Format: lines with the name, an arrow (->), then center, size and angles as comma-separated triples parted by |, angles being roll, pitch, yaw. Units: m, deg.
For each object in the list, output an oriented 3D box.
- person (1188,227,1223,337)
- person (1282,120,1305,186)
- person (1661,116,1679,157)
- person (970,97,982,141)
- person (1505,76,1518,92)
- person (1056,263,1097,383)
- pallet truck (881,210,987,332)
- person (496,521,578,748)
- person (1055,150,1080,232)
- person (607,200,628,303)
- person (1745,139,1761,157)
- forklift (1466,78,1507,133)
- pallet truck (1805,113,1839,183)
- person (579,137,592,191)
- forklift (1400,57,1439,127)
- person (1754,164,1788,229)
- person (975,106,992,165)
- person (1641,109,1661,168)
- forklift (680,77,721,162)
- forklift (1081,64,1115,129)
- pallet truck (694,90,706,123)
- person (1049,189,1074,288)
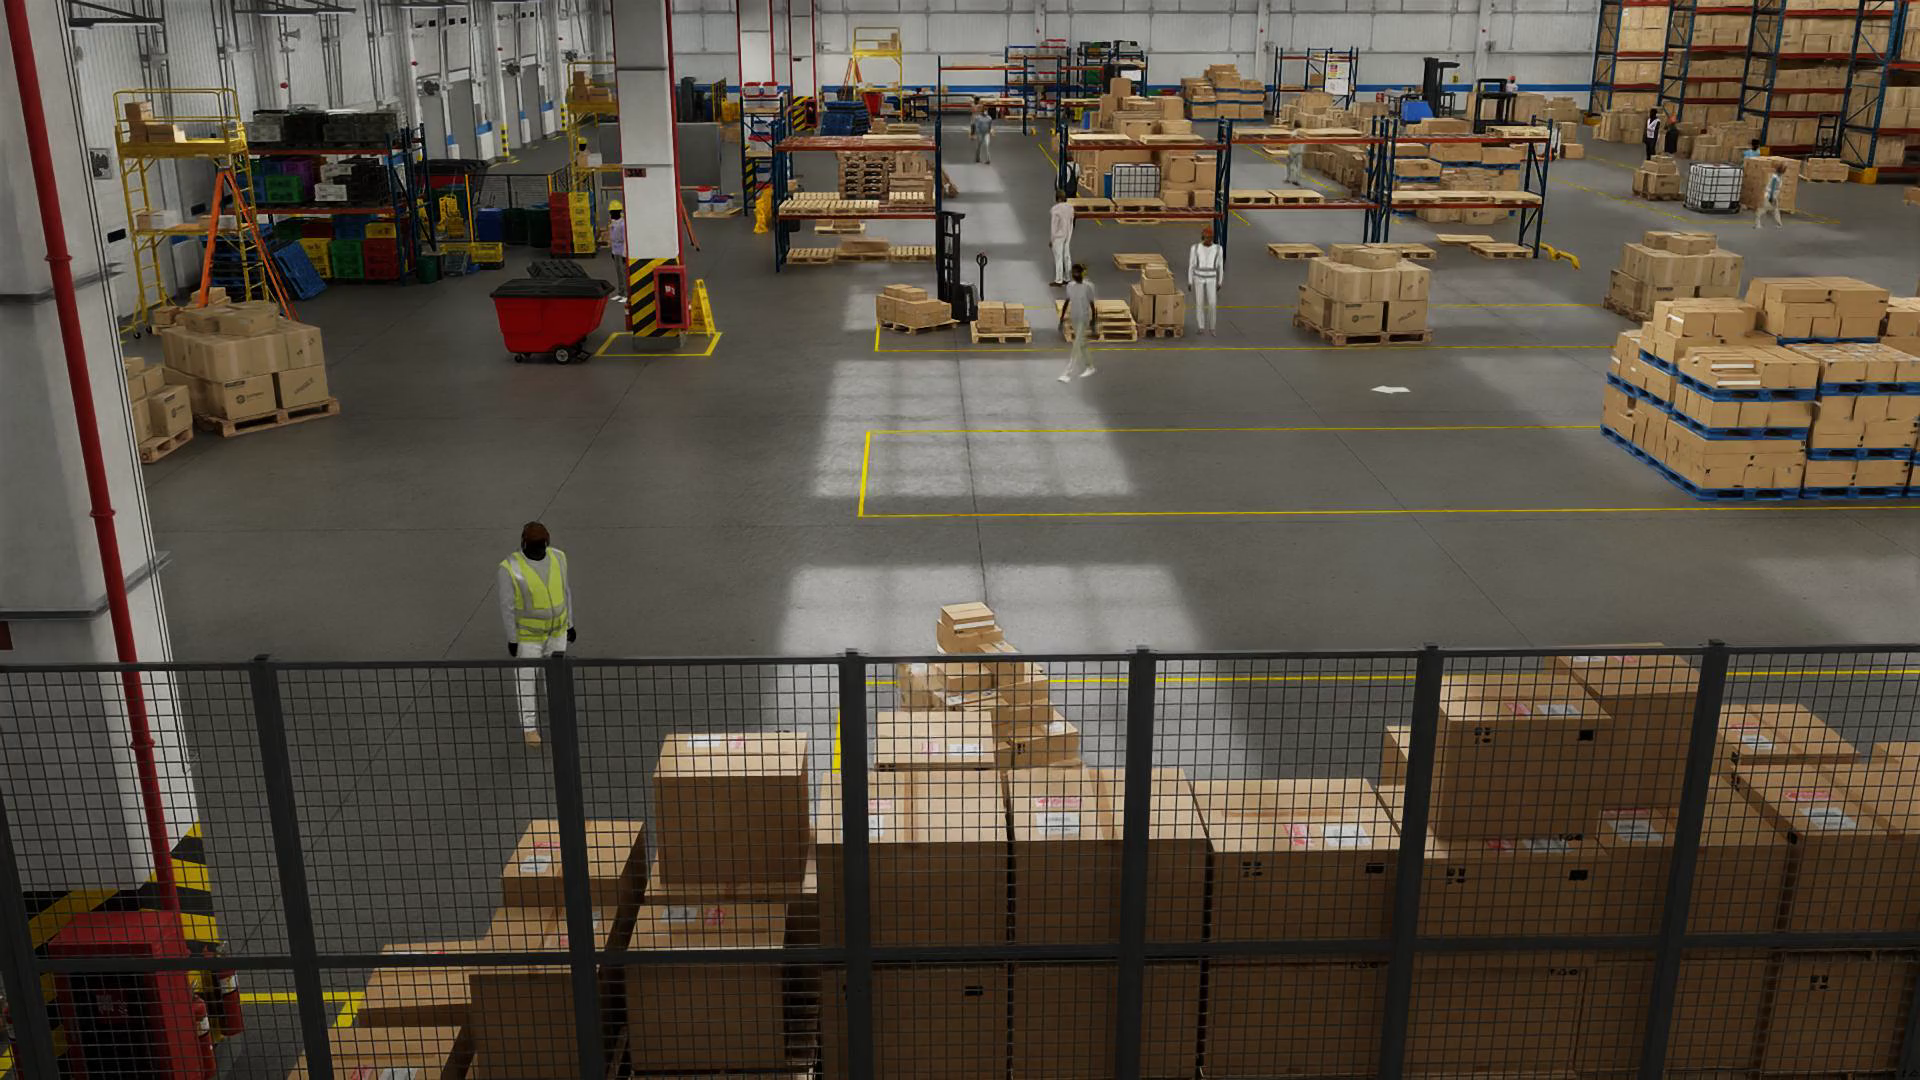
person -> 4.210, -4.411, 28.515 | 0.592, 1.863, 0.665 | 2, 19, 5
person -> 9.981, -11.591, 49.743 | 0.660, 1.911, 0.836 | -8, 20, -22
person -> 21.352, -11.759, 50.144 | 0.635, 1.973, 0.522 | -11, 21, -29
person -> 0.606, -16.081, 63.445 | 0.554, 1.644, 0.873 | 7, 20, 19
person -> 23.964, -19.238, 72.450 | 0.560, 1.915, 0.849 | 8, 20, 23
person -> 1.778, -3.326, 25.379 | 0.547, 1.813, 0.996 | 16, 25, 40
pallet truck -> -0.493, -4.759, 29.349 | 1.885, 1.965, 0.823 | -13, 23, -34
person -> -3.351, 0.734, 13.305 | 0.619, 1.838, 0.430 | -17, 25, -42
person -> 2.540, -8.452, 40.239 | 0.674, 2.000, 0.536 | -17, 25, -41
person -> -6.477, -5.484, 31.609 | 0.366, 1.926, 0.594 | -13, 23, -33
person -> 22.056, -10.303, 46.283 | 0.539, 1.677, 0.502 | -4, 19, -12
forklift -> 17.246, -13.658, 54.390 | 1.129, 2.768, 1.873 | 0, 19, -1
pallet truck -> 26.403, -11.957, 50.702 | 0.823, 1.965, 1.885 | 6, 19, 16
person -> -9.948, -9.706, 44.134 | 0.371, 1.927, 0.588 | -4, 19, -12
forklift -> 19.363, -18.501, 68.756 | 1.873, 2.768, 1.129 | -1, 19, -1
person -> 20.016, -8.426, 40.852 | 0.790, 1.588, 0.533 | 16, 24, 39
person -> 0.767, -13.518, 55.525 | 0.625, 1.891, 1.057 | -5, 19, -13
person -> 22.501, -13.044, 54.066 | 0.390, 1.912, 0.589 | -3, 19, -10
forklift -> -8.944, -13.866, 55.007 | 1.873, 2.768, 1.129 | -1, 19, -1
forklift -> 5.614, -16.638, 63.230 | 1.873, 2.768, 1.129 | -2, 19, -5
pallet truck -> -9.671, -15.907, 62.421 | 0.823, 1.965, 1.885 | 5, 19, 15
person -> 2.013, -6.019, 33.176 | 0.632, 1.938, 0.359 | -17, 25, -41
